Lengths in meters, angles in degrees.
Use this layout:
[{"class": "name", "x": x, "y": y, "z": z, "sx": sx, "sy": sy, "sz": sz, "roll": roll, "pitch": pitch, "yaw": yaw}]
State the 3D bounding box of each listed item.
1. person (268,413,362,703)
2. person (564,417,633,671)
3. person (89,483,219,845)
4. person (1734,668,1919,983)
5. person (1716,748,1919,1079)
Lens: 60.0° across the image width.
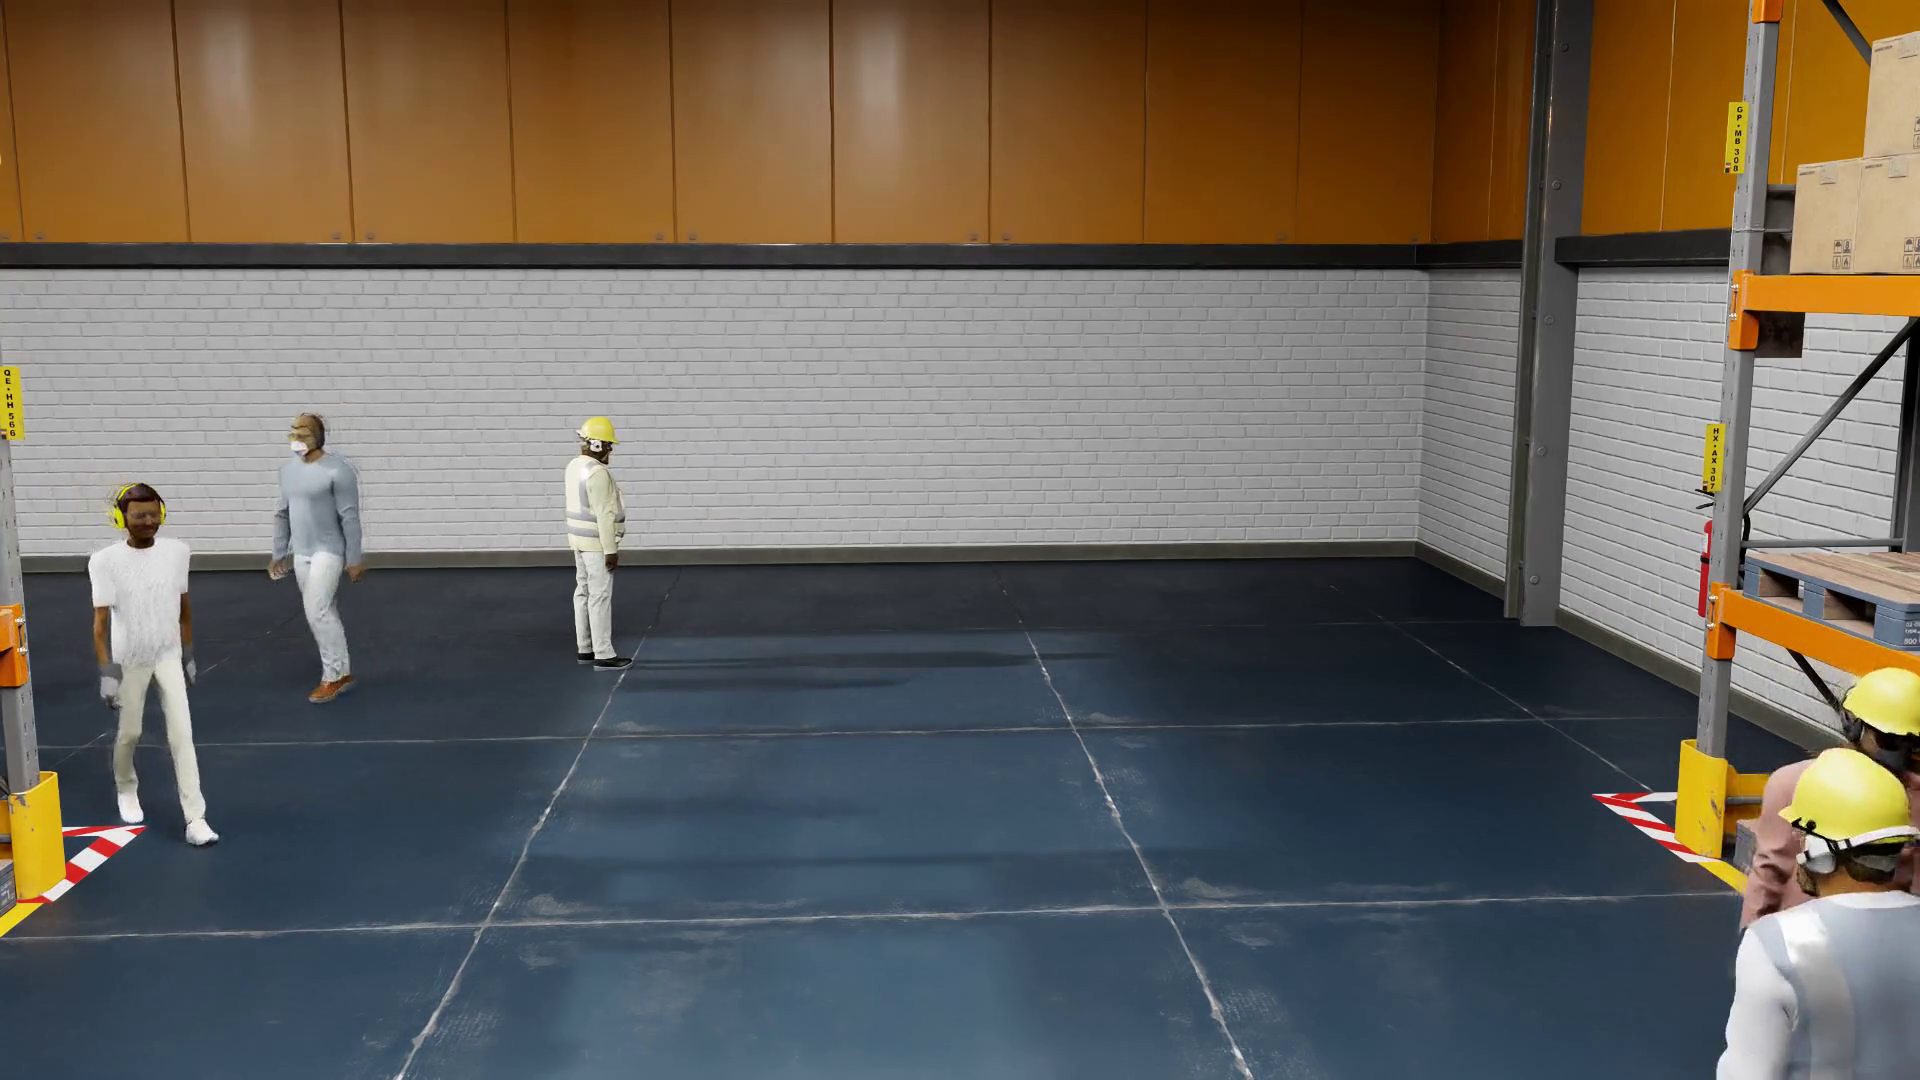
[{"class": "person", "x": -4.320, "y": 0.116, "z": 11.083, "sx": 0.626, "sy": 1.919, "sz": 0.664, "roll": 5, "pitch": 10, "yaw": 28}, {"class": "person", "x": -2.613, "y": 0.025, "z": 11.989, "sx": 0.404, "sy": 1.822, "sz": 0.586, "roll": -6, "pitch": 11, "yaw": -35}, {"class": "person", "x": -4.107, "y": 0.607, "z": 8.392, "sx": 0.529, "sy": 1.813, "sz": 1.016, "roll": -9, "pitch": 13, "yaw": -44}, {"class": "person", "x": 2.543, "y": 1.205, "z": 4.805, "sx": 0.543, "sy": 1.741, "sz": 0.397, "roll": 1, "pitch": 9, "yaw": 3}, {"class": "person", "x": 1.935, "y": 1.363, "z": 3.600, "sx": 0.601, "sy": 1.810, "sz": 0.591, "roll": -2, "pitch": 9, "yaw": -13}]
